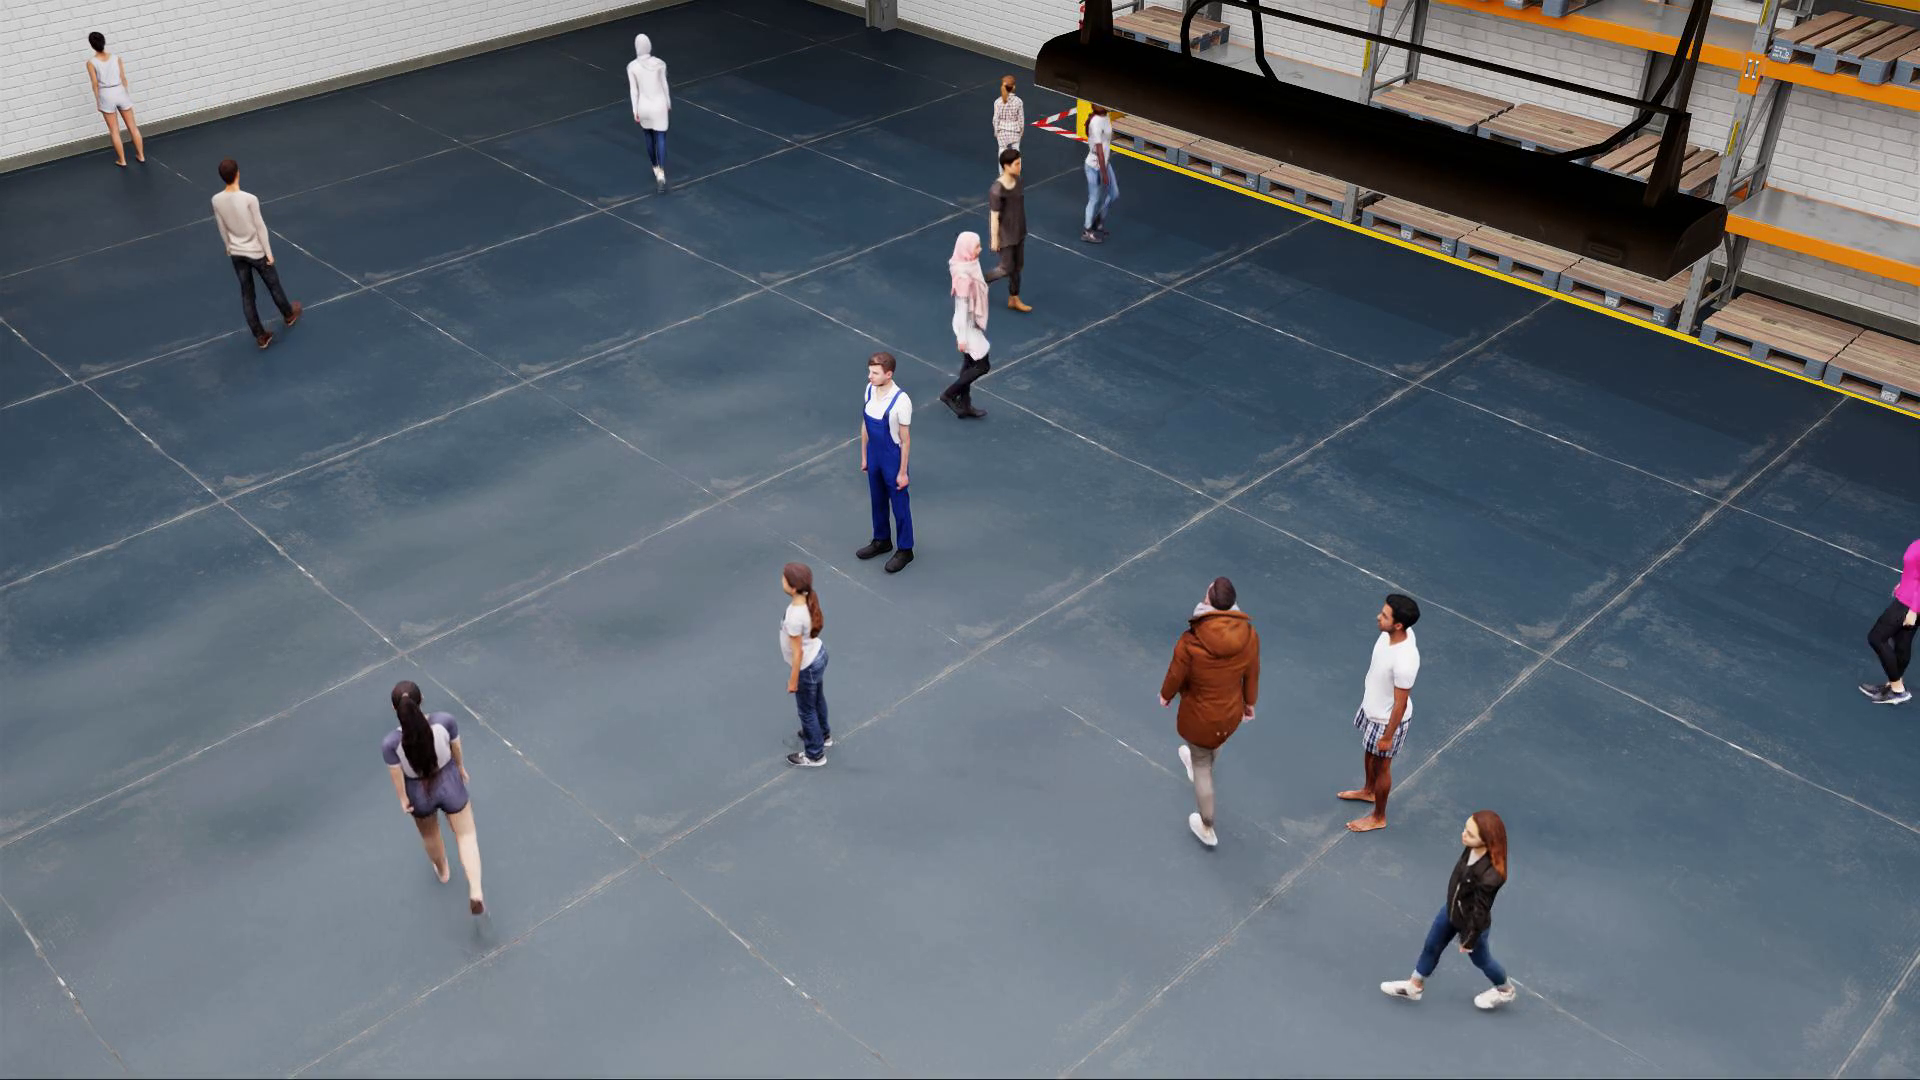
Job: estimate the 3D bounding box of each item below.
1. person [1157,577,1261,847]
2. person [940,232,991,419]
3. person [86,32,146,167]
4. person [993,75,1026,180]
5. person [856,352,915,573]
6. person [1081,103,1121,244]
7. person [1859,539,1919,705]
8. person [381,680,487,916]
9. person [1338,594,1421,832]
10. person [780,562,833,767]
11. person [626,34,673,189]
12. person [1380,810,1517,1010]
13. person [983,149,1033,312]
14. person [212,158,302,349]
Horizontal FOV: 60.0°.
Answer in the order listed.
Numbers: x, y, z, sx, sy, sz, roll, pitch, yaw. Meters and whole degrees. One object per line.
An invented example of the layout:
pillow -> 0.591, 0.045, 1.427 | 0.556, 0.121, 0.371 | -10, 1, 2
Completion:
person -> 1.586, 1.114, 10.261 | 0.971, 1.794, 1.162 | -12, 36, -18
person -> -0.019, -1.873, 14.754 | 0.876, 1.795, 0.820 | 3, 34, 4
person -> -10.258, -5.356, 20.152 | 0.546, 1.620, 0.493 | -28, 42, -35
person -> 0.576, -4.838, 19.652 | 0.607, 1.311, 0.674 | 2, 34, 3
person -> -0.556, -0.627, 12.830 | 0.500, 1.850, 0.685 | 27, 42, 34
person -> 1.435, -4.056, 18.116 | 0.716, 1.709, 0.673 | 14, 36, 20
person -> 6.615, 0.449, 11.356 | 0.629, 1.689, 0.611 | 23, 40, 30
person -> -3.060, 1.527, 9.788 | 0.797, 1.630, 1.016 | -15, 37, -22
person -> 2.662, 1.061, 10.395 | 0.753, 1.734, 0.692 | 0, 34, 0
person -> -1.016, 0.801, 10.943 | 0.651, 1.562, 0.621 | 7, 34, 11
person -> -3.601, -5.012, 19.516 | 1.043, 1.751, 1.141 | -2, 34, -3
person -> 2.876, 2.068, 9.141 | 1.016, 1.445, 0.979 | -1, 34, -2
person -> 0.436, -3.110, 16.702 | 0.930, 1.700, 0.723 | 20, 39, 27
person -> -6.867, -2.715, 15.985 | 1.063, 1.835, 1.106 | 2, 34, 3
